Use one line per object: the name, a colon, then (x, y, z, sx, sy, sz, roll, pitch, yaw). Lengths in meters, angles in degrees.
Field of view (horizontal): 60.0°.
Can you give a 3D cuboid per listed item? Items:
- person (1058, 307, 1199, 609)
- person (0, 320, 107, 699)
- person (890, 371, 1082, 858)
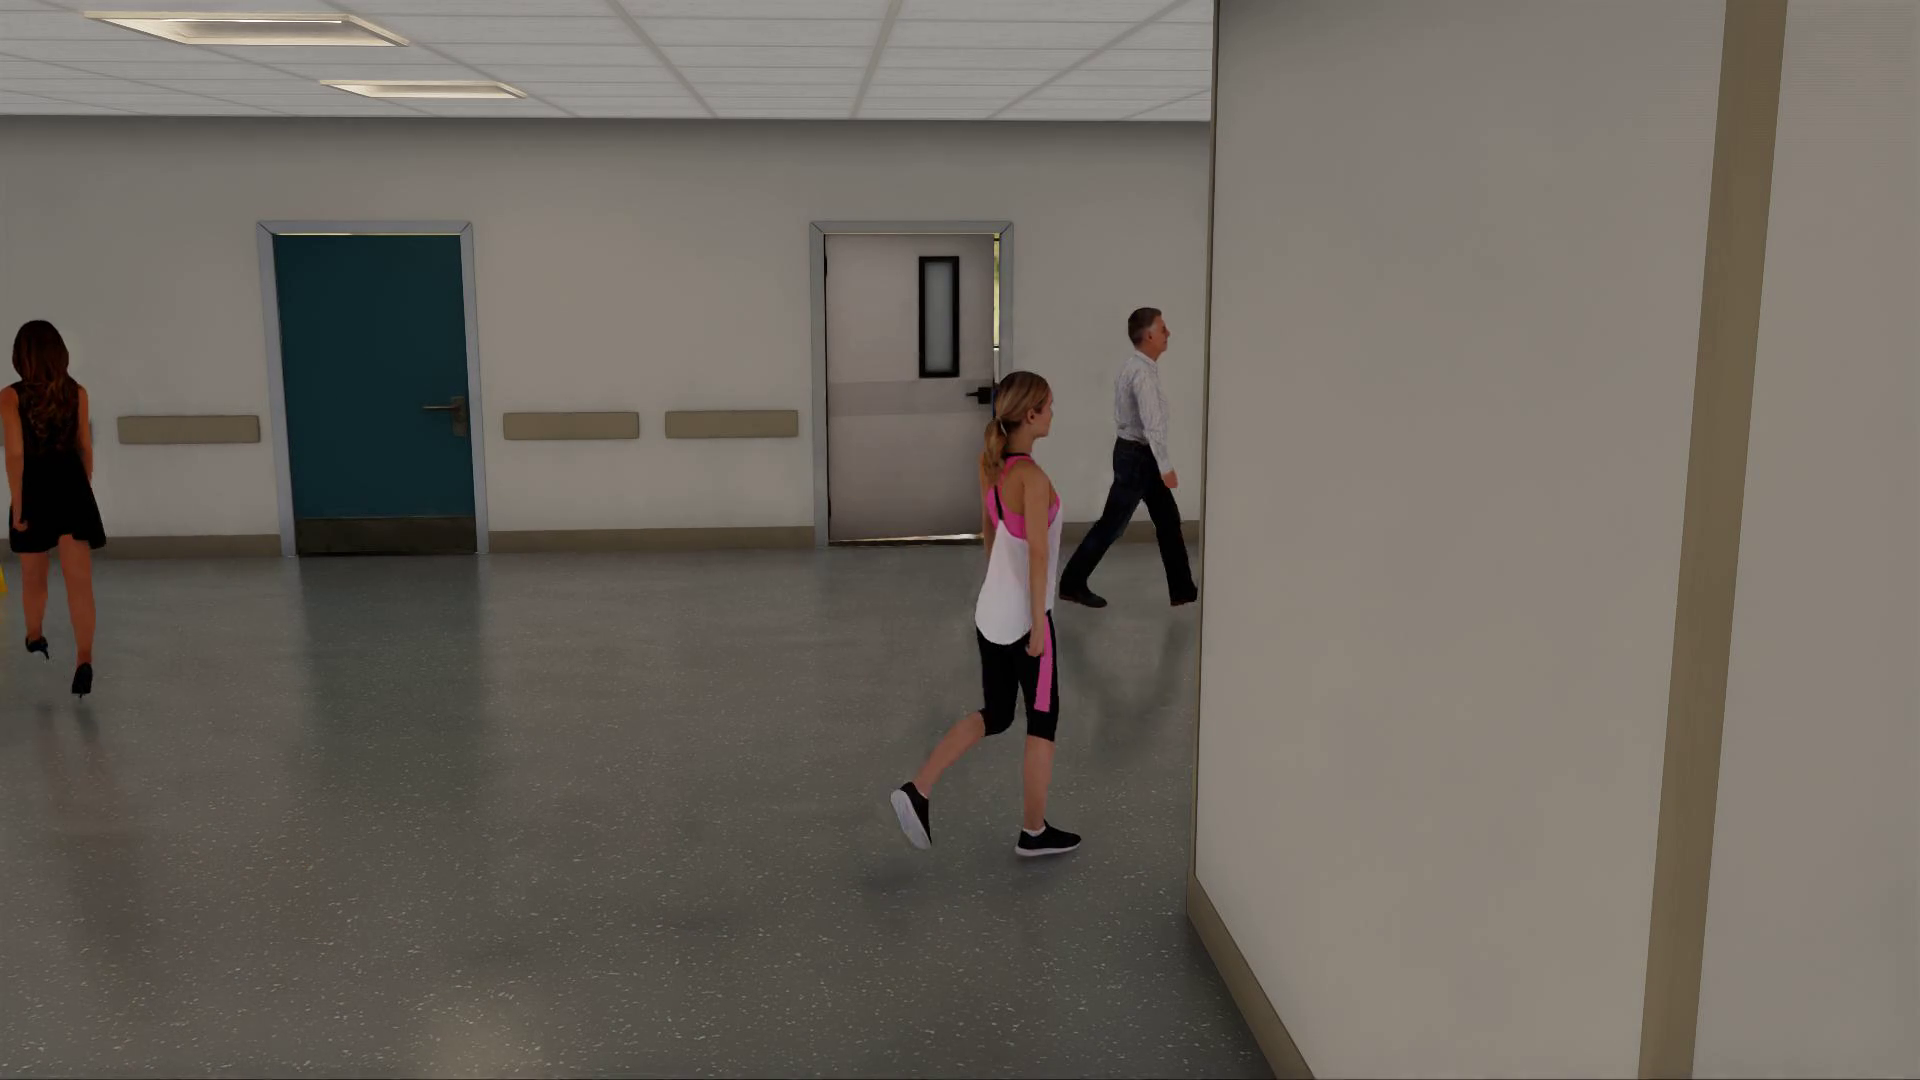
person: (0.959, -0.432, 9.744, 1.207, 1.776, 0.728, 0, 11, 0)
person: (-4.314, -0.106, 8.003, 1.138, 1.784, 1.129, -10, 15, -43)
person: (0.108, 0.306, 5.880, 1.080, 1.765, 0.881, -6, 12, -29)
